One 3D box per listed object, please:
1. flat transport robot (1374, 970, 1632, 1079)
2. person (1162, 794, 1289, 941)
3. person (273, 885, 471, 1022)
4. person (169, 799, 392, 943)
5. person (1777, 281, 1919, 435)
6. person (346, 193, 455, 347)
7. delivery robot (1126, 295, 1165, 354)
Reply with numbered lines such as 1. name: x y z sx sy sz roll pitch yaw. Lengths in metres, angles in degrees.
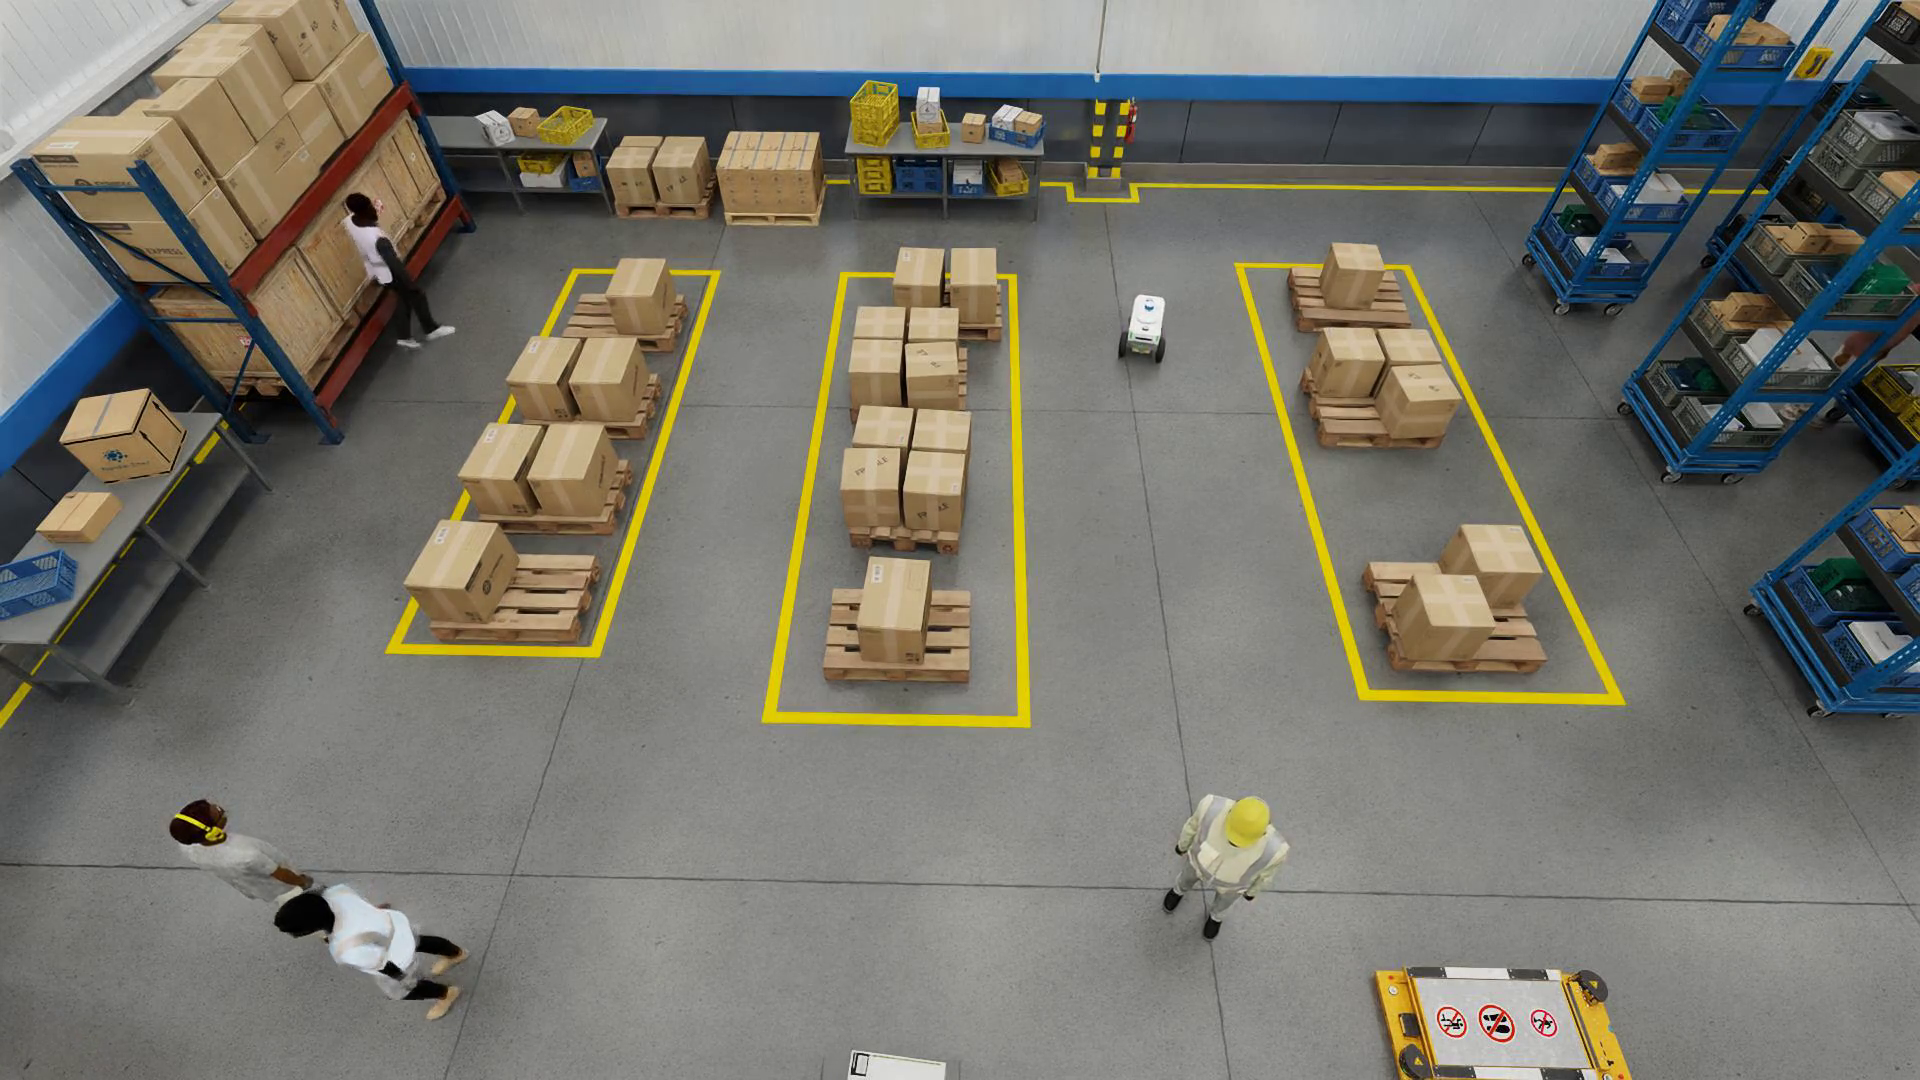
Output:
1. flat transport robot: 3.501 3.133 5.914 1.431 0.197 0.652 1 51 1
2. person: 1.639 2.052 5.800 0.589 1.824 0.403 31 57 23
3. person: -3.486 2.459 5.568 0.459 1.666 0.552 -30 57 -22
4. person: -4.267 2.107 5.726 0.513 1.871 0.329 7 51 6
5. person: 8.807 -1.866 8.884 0.608 1.996 0.379 -12 52 -10
6. person: -6.061 -2.835 9.755 0.661 1.874 0.622 29 56 21
7. delivery robot: 2.079 -2.434 10.212 0.477 0.478 0.707 11 52 8
